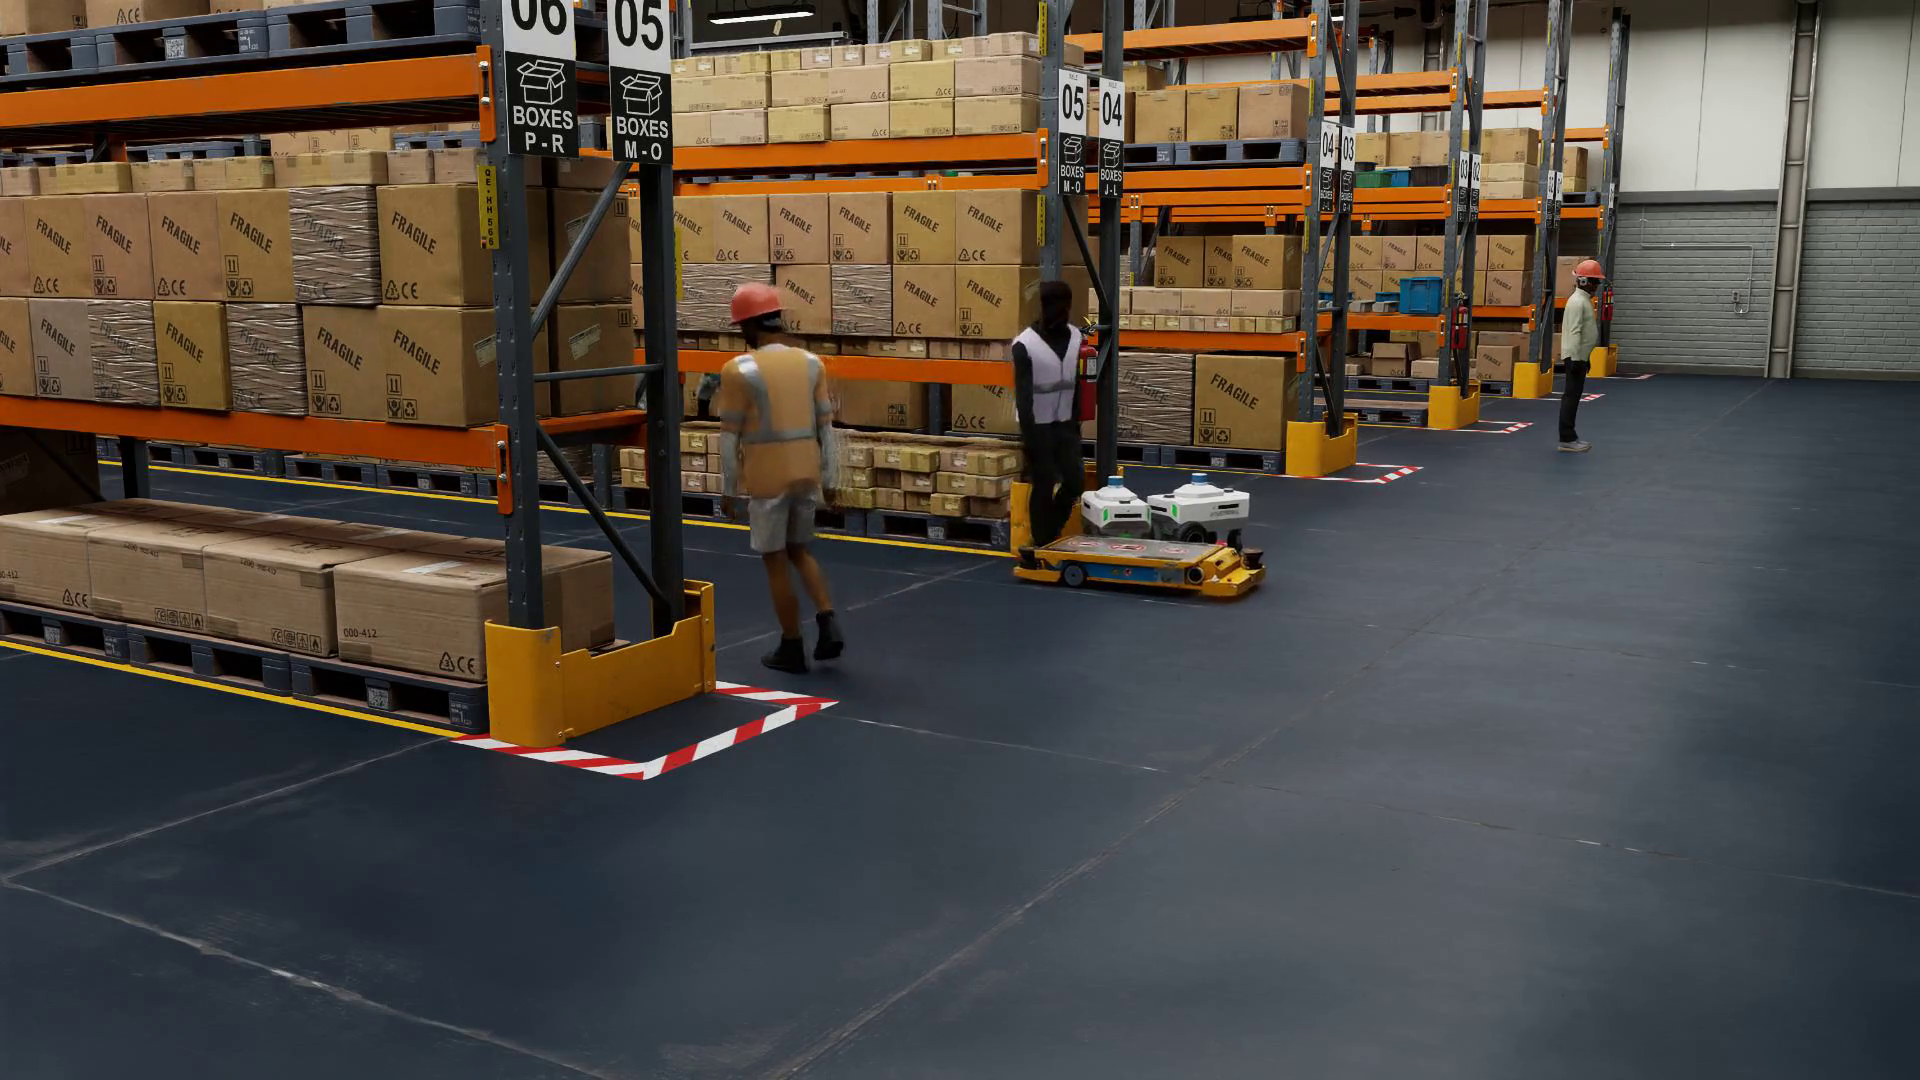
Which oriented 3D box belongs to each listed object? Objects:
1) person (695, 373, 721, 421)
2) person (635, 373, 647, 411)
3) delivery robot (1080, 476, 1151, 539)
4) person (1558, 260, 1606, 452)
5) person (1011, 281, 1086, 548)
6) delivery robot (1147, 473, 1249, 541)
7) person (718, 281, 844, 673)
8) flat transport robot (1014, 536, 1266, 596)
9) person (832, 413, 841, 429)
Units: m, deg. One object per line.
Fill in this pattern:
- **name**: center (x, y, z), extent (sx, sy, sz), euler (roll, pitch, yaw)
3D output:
- **person**: center (-2.484, -1.762, 17.405), extent (0.838, 1.662, 0.531), euler (8, 12, 39)
- **person**: center (-3.352, -1.690, 16.862), extent (0.842, 1.710, 0.492), euler (6, 12, 32)
- **delivery robot**: center (1.039, -0.186, 11.144), extent (0.477, 0.478, 0.707), euler (-1, 10, -9)
- **person**: center (6.480, -1.917, 17.368), extent (0.402, 1.988, 0.610), euler (5, 11, 25)
- **person**: center (0.585, -0.716, 10.661), extent (0.659, 1.872, 0.498), euler (-8, 13, -41)
- **delivery robot**: center (1.619, -0.210, 11.284), extent (0.707, 0.478, 0.477), euler (-6, 11, -32)
- **person**: center (-0.894, -0.292, 8.077), extent (0.561, 1.908, 0.488), euler (-8, 13, -39)
- **flat transport robot**: center (1.115, 0.143, 10.322), extent (1.431, 0.197, 0.652), euler (4, 11, 24)
- **person**: center (-1.602, -1.846, 17.261), extent (0.687, 1.880, 0.648), euler (8, 12, 38)
